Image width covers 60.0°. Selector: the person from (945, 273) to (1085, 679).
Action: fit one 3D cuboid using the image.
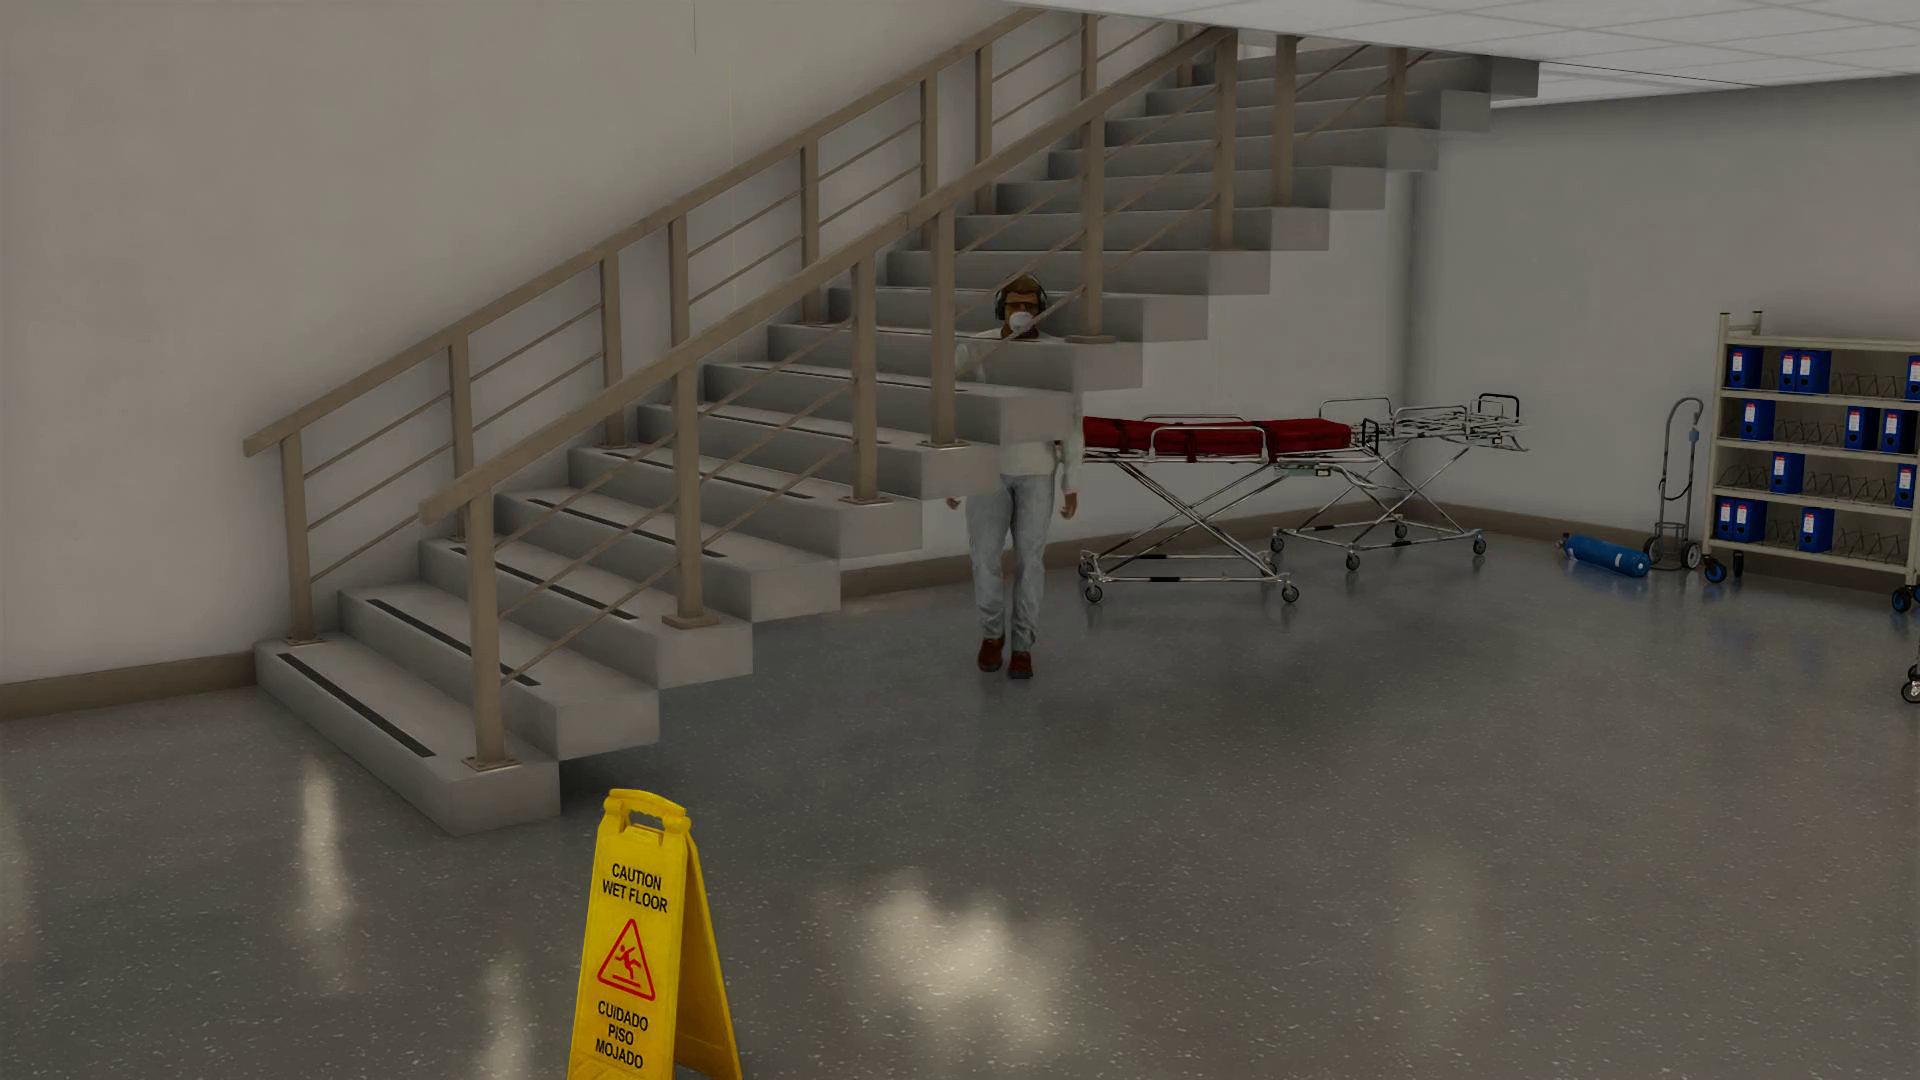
[{"bbox_3d":[0.256,-0.287,7.827,0.667,1.922,0.450,1,10,3],"label":"person"}]
